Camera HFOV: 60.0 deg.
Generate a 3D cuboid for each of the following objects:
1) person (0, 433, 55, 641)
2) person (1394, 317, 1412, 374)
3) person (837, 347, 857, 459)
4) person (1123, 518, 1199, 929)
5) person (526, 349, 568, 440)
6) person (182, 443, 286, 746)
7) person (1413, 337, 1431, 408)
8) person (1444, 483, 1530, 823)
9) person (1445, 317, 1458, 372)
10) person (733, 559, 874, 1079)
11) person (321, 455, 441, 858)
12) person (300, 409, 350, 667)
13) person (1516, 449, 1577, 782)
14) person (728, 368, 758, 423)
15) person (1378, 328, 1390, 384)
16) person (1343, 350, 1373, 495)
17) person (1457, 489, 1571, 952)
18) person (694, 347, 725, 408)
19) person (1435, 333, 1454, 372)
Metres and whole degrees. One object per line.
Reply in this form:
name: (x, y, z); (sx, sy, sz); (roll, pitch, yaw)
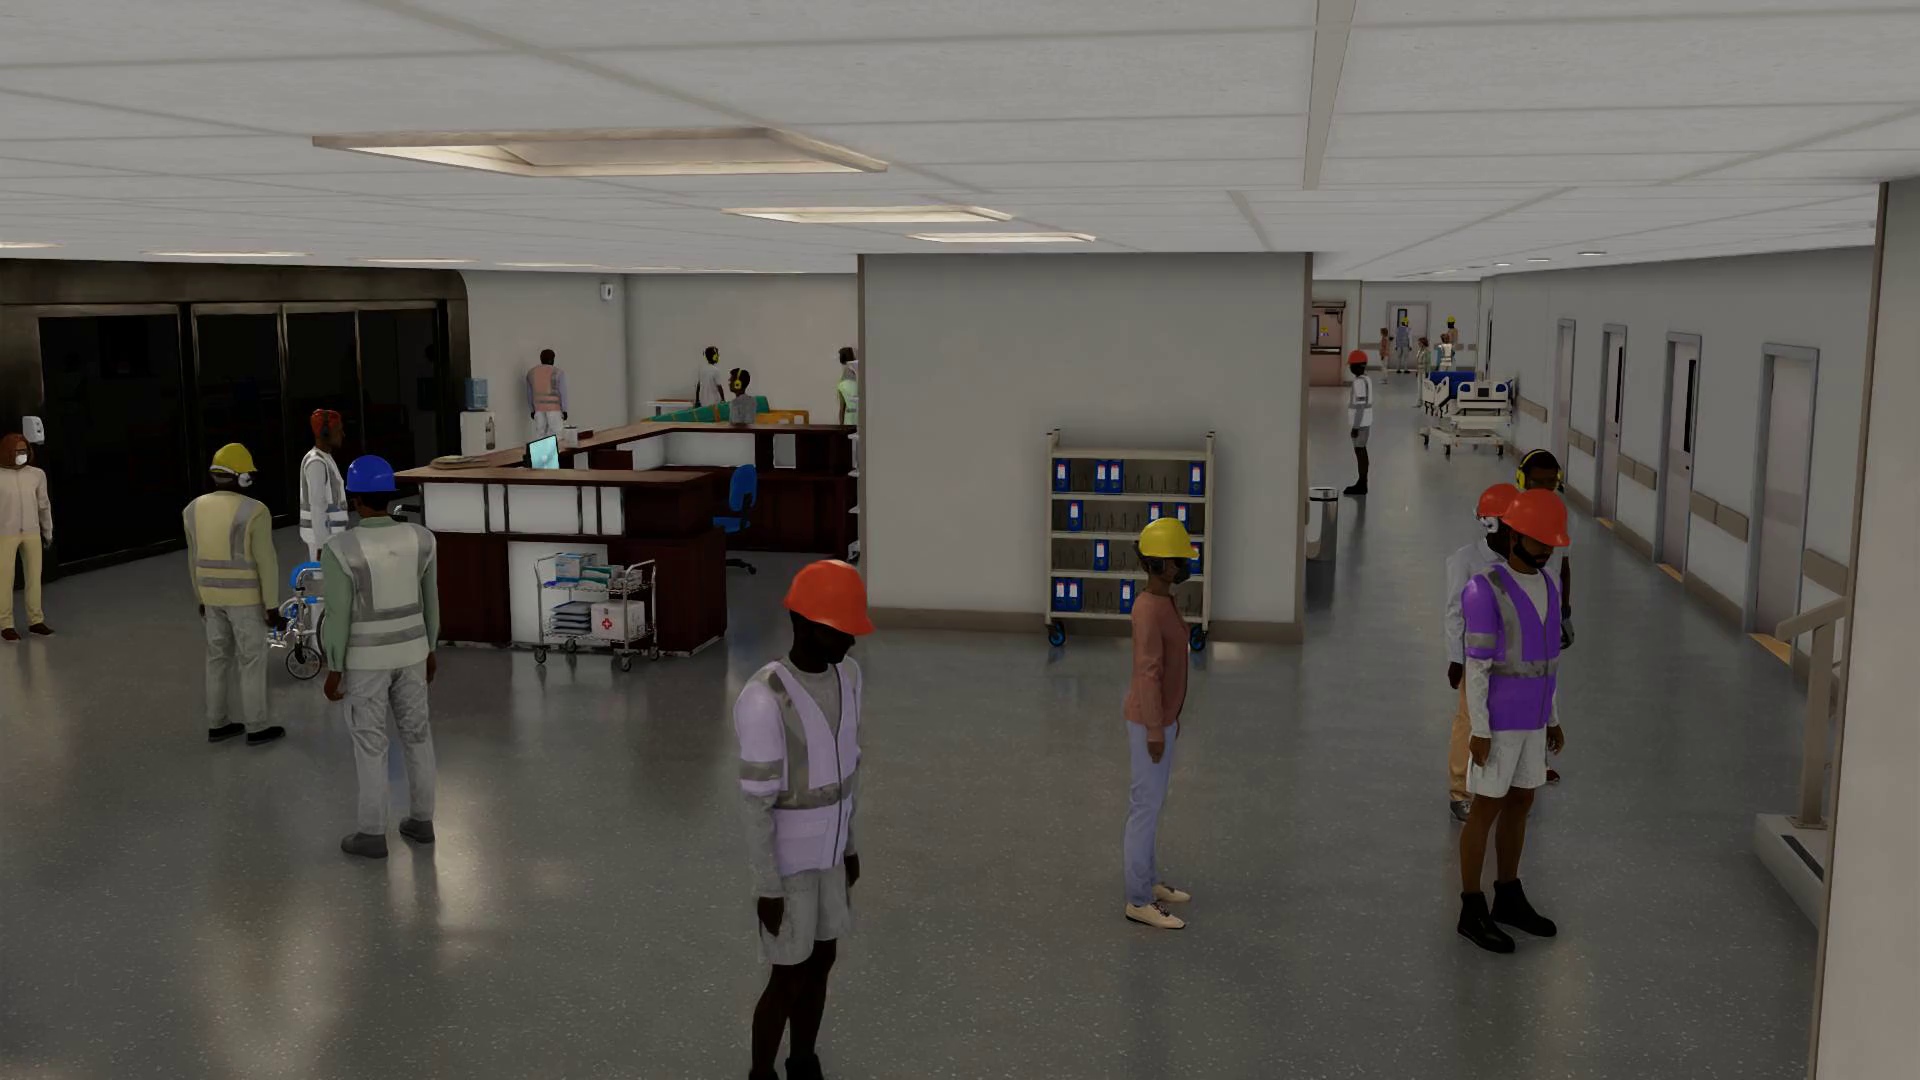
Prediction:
person: (-7.384, -0.028, 13.059); (0.285, 1.627, 0.504); (6, 10, 34)
person: (14.482, -6.344, 54.275); (0.599, 1.827, 0.403); (7, 11, 41)
person: (-1.772, -2.210, 26.877); (0.432, 1.821, 0.641); (0, 9, -3)
person: (0.870, 0.779, 7.226); (0.309, 1.769, 0.524); (2, 9, 13)
person: (-6.247, -1.980, 25.278); (0.629, 1.842, 0.429); (2, 9, 12)
person: (-4.355, 0.332, 10.016); (0.603, 1.825, 0.403); (3, 9, 17)
person: (10.710, -3.865, 38.462); (0.311, 1.636, 0.523); (-2, 9, -13)
person: (2.754, 0.578, 8.577); (0.573, 1.755, 0.319); (-3, 9, -21)
person: (14.804, -5.774, 50.176); (0.384, 1.923, 0.593); (0, 9, -1)
person: (-0.464, 0.999, 5.306); (0.435, 1.913, 0.551); (5, 10, 32)
person: (-2.802, 0.560, 8.072); (0.388, 1.947, 0.613); (7, 11, 38)
person: (-4.613, -0.015, 12.126); (0.352, 1.880, 0.581); (-2, 9, -14)
person: (3.171, 0.424, 9.259); (0.508, 1.864, 0.329); (-1, 9, -4)
person: (-2.438, -0.973, 18.493); (0.323, 1.876, 0.528); (3, 9, 21)
person: (12.299, -5.335, 48.212); (0.310, 1.638, 0.523); (3, 9, 17)
person: (5.322, -1.572, 22.254); (0.379, 1.938, 0.547); (4, 9, 22)
person: (2.337, 0.739, 6.950); (0.542, 1.928, 0.374); (-6, 10, -34)
person: (-3.892, -2.161, 26.512); (0.554, 1.824, 0.964); (8, 12, 44)
person: (12.142, -4.354, 41.693); (0.514, 1.642, 0.310); (-5, 10, -28)
